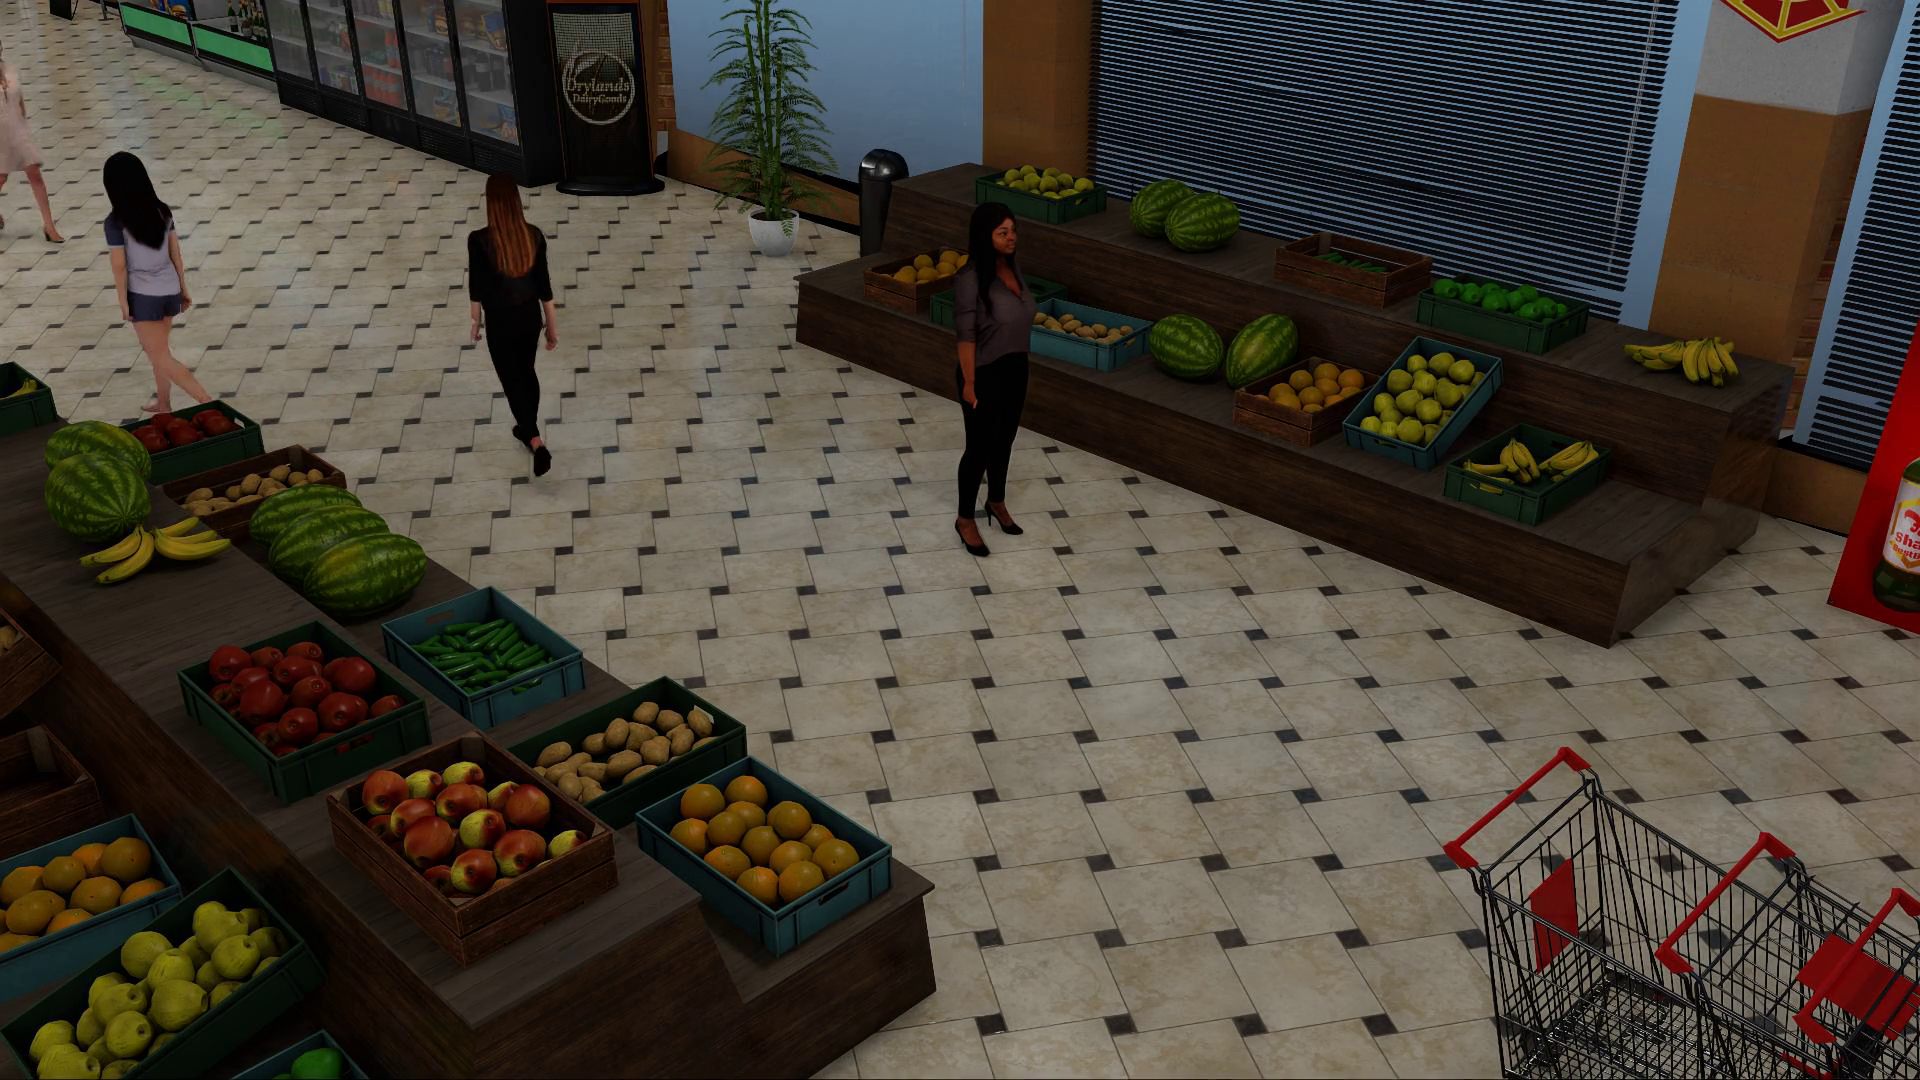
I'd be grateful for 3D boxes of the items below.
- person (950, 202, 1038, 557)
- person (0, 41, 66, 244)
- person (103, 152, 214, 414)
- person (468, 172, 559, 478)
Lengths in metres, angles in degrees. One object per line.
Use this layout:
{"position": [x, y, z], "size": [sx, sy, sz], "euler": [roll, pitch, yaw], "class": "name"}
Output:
{"position": [0.151, -0.830, 8.543], "size": [0.640, 1.842, 0.675], "euler": [18, 32, 32], "class": "person"}
{"position": [-7.778, -3.246, 13.469], "size": [1.204, 1.696, 0.752], "euler": [18, 32, 31], "class": "person"}
{"position": [-4.773, -1.444, 9.932], "size": [1.120, 1.681, 0.818], "euler": [12, 29, 23], "class": "person"}
{"position": [-2.499, -1.184, 9.418], "size": [0.748, 1.682, 1.141], "euler": [-17, 32, -31], "class": "person"}
